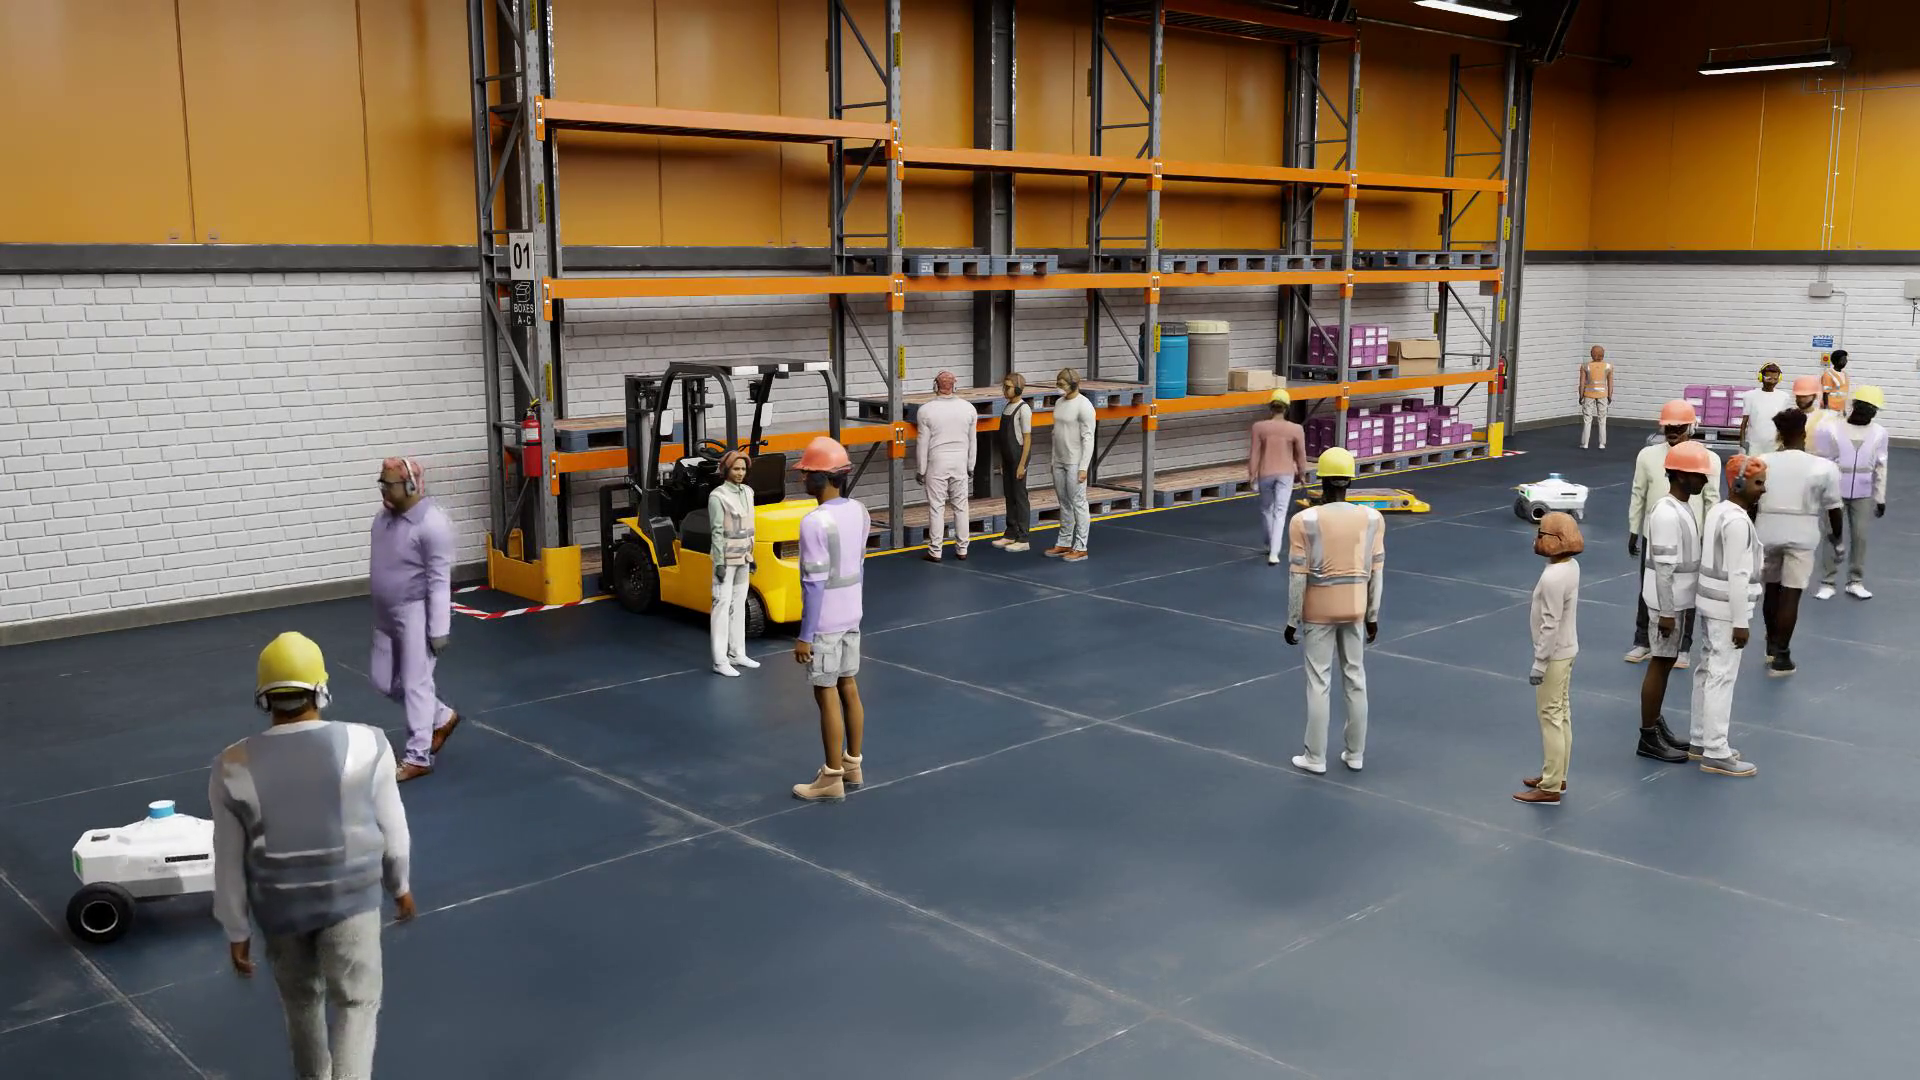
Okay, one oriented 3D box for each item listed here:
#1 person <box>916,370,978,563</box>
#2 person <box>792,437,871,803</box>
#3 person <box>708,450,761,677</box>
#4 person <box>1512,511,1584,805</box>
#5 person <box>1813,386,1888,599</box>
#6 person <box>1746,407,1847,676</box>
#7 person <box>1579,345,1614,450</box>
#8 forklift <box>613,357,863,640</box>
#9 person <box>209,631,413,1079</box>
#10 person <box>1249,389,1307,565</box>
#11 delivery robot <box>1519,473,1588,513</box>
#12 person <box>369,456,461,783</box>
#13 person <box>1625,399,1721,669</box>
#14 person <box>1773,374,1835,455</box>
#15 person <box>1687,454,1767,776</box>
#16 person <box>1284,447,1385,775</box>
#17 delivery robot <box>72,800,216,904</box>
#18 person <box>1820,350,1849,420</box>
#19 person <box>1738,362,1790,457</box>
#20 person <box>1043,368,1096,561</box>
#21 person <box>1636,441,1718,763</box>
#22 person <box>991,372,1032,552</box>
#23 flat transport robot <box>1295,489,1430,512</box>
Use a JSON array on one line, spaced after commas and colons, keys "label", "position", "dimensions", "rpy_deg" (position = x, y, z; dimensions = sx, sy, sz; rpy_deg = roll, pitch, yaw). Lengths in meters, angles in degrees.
[{"label": "person", "position": [-0.148, -0.727, 16.530], "dimensions": [0.642, 1.909, 0.410], "rpy_deg": [-4, 10, -22]}, {"label": "person", "position": [-0.740, 0.447, 9.277], "dimensions": [0.372, 2.037, 0.607], "rpy_deg": [4, 11, 23]}, {"label": "person", "position": [-1.651, 0.162, 12.114], "dimensions": [0.314, 1.636, 0.515], "rpy_deg": [4, 11, 24]}, {"label": "person", "position": [3.282, 0.651, 9.249], "dimensions": [0.280, 1.636, 0.500], "rpy_deg": [6, 11, 30]}, {"label": "person", "position": [7.852, -0.412, 14.722], "dimensions": [0.633, 1.898, 0.374], "rpy_deg": [2, 10, 11]}, {"label": "person", "position": [6.121, 0.000, 12.190], "dimensions": [0.646, 1.927, 0.803], "rpy_deg": [8, 13, 40]}, {"label": "person", "position": [9.987, -2.236, 26.134], "dimensions": [0.514, 1.644, 0.307], "rpy_deg": [2, 10, 12]}, {"label": "forklift", "position": [-1.847, -0.414, 13.852], "dimensions": [1.214, 2.155, 2.313], "rpy_deg": [-9, 13, -42]}, {"label": "person", "position": [-2.151, 1.206, 5.542], "dimensions": [0.600, 1.805, 0.858], "rpy_deg": [-3, 10, -15]}, {"label": "person", "position": [3.171, -0.642, 16.570], "dimensions": [0.549, 1.710, 0.919], "rpy_deg": [3, 10, 17]}, {"label": "delivery robot", "position": [6.767, -0.517, 18.973], "dimensions": [0.707, 0.478, 0.477], "rpy_deg": [0, 10, 1]}, {"label": "person", "position": [-3.182, 0.448, 9.670], "dimensions": [0.663, 1.894, 0.515], "rpy_deg": [8, 13, 39]}, {"label": "person", "position": [5.254, -0.047, 12.288], "dimensions": [0.622, 1.992, 0.396], "rpy_deg": [7, 12, 35]}, {"label": "person", "position": [8.028, -0.621, 15.858], "dimensions": [0.557, 1.923, 0.526], "rpy_deg": [9, 13, 42]}, {"label": "person", "position": [4.531, 0.431, 9.808], "dimensions": [0.355, 1.886, 0.572], "rpy_deg": [2, 10, 11]}, {"label": "person", "position": [2.182, 0.418, 9.766], "dimensions": [0.590, 1.926, 0.388], "rpy_deg": [-2, 10, -11]}, {"label": "delivery robot", "position": [-3.618, 1.431, 7.572], "dimensions": [0.707, 0.478, 0.477], "rpy_deg": [-2, 10, -15]}, {"label": "person", "position": [12.590, -1.892, 23.957], "dimensions": [0.532, 1.698, 0.319], "rpy_deg": [-6, 11, -32]}, {"label": "person", "position": [8.911, -1.032, 18.441], "dimensions": [0.518, 1.865, 0.328], "rpy_deg": [1, 10, 7]}, {"label": "person", "position": [1.103, -0.756, 16.621], "dimensions": [0.372, 1.934, 0.627], "rpy_deg": [-5, 11, -29]}, {"label": "person", "position": [4.323, 0.365, 10.048], "dimensions": [0.361, 1.935, 0.552], "rpy_deg": [6, 11, 30]}, {"label": "person", "position": [0.552, -0.804, 17.157], "dimensions": [0.345, 1.847, 0.508], "rpy_deg": [-5, 11, -25]}, {"label": "flat transport robot", "position": [4.787, -0.472, 19.815], "dimensions": [1.431, 0.197, 0.652], "rpy_deg": [-1, 10, -6]}]
